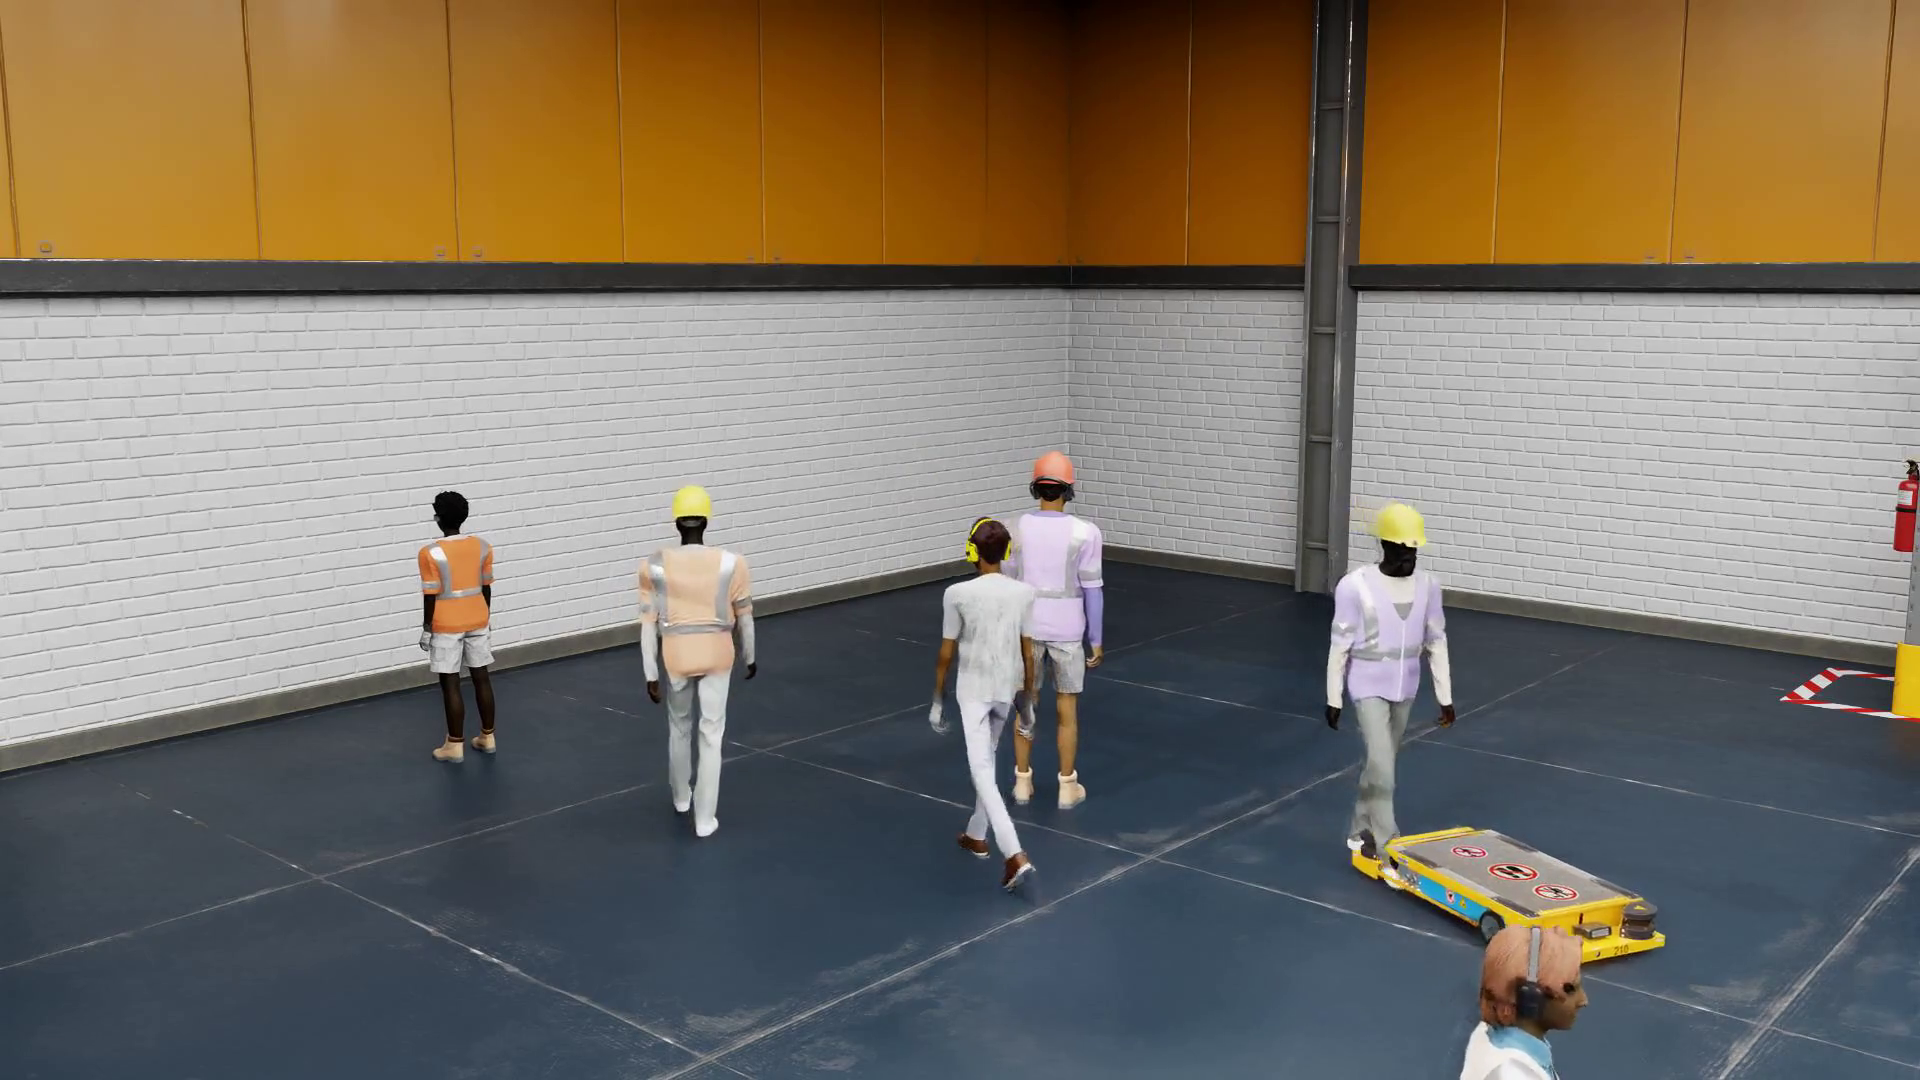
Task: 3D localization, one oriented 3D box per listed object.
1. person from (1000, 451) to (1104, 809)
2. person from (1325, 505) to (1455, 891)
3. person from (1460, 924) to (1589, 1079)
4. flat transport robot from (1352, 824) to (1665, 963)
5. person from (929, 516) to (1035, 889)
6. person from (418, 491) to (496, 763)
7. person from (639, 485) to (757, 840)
[{"bbox_3d":[0.527,0.510,9.533,0.609,2.036,0.408,3,9,17],"label":"person"},{"bbox_3d":[2.193,0.771,8.309,0.608,1.892,0.838,-4,10,-22],"label":"person"},{"bbox_3d":[1.176,1.639,3.780,0.786,1.608,0.522,3,9,17],"label":"person"},{"bbox_3d":[2.567,1.646,7.922,0.652,0.197,1.431,-4,10,-22],"label":"flat transport robot"},{"bbox_3d":[0.148,0.799,8.361,0.526,1.838,0.912,-4,10,-25],"label":"person"},{"bbox_3d":[-3.147,0.538,10.413,0.319,1.695,0.539,7,11,36],"label":"person"},{"bbox_3d":[-1.429,0.640,9.154,0.600,1.900,0.786,0,9,-2],"label":"person"}]
